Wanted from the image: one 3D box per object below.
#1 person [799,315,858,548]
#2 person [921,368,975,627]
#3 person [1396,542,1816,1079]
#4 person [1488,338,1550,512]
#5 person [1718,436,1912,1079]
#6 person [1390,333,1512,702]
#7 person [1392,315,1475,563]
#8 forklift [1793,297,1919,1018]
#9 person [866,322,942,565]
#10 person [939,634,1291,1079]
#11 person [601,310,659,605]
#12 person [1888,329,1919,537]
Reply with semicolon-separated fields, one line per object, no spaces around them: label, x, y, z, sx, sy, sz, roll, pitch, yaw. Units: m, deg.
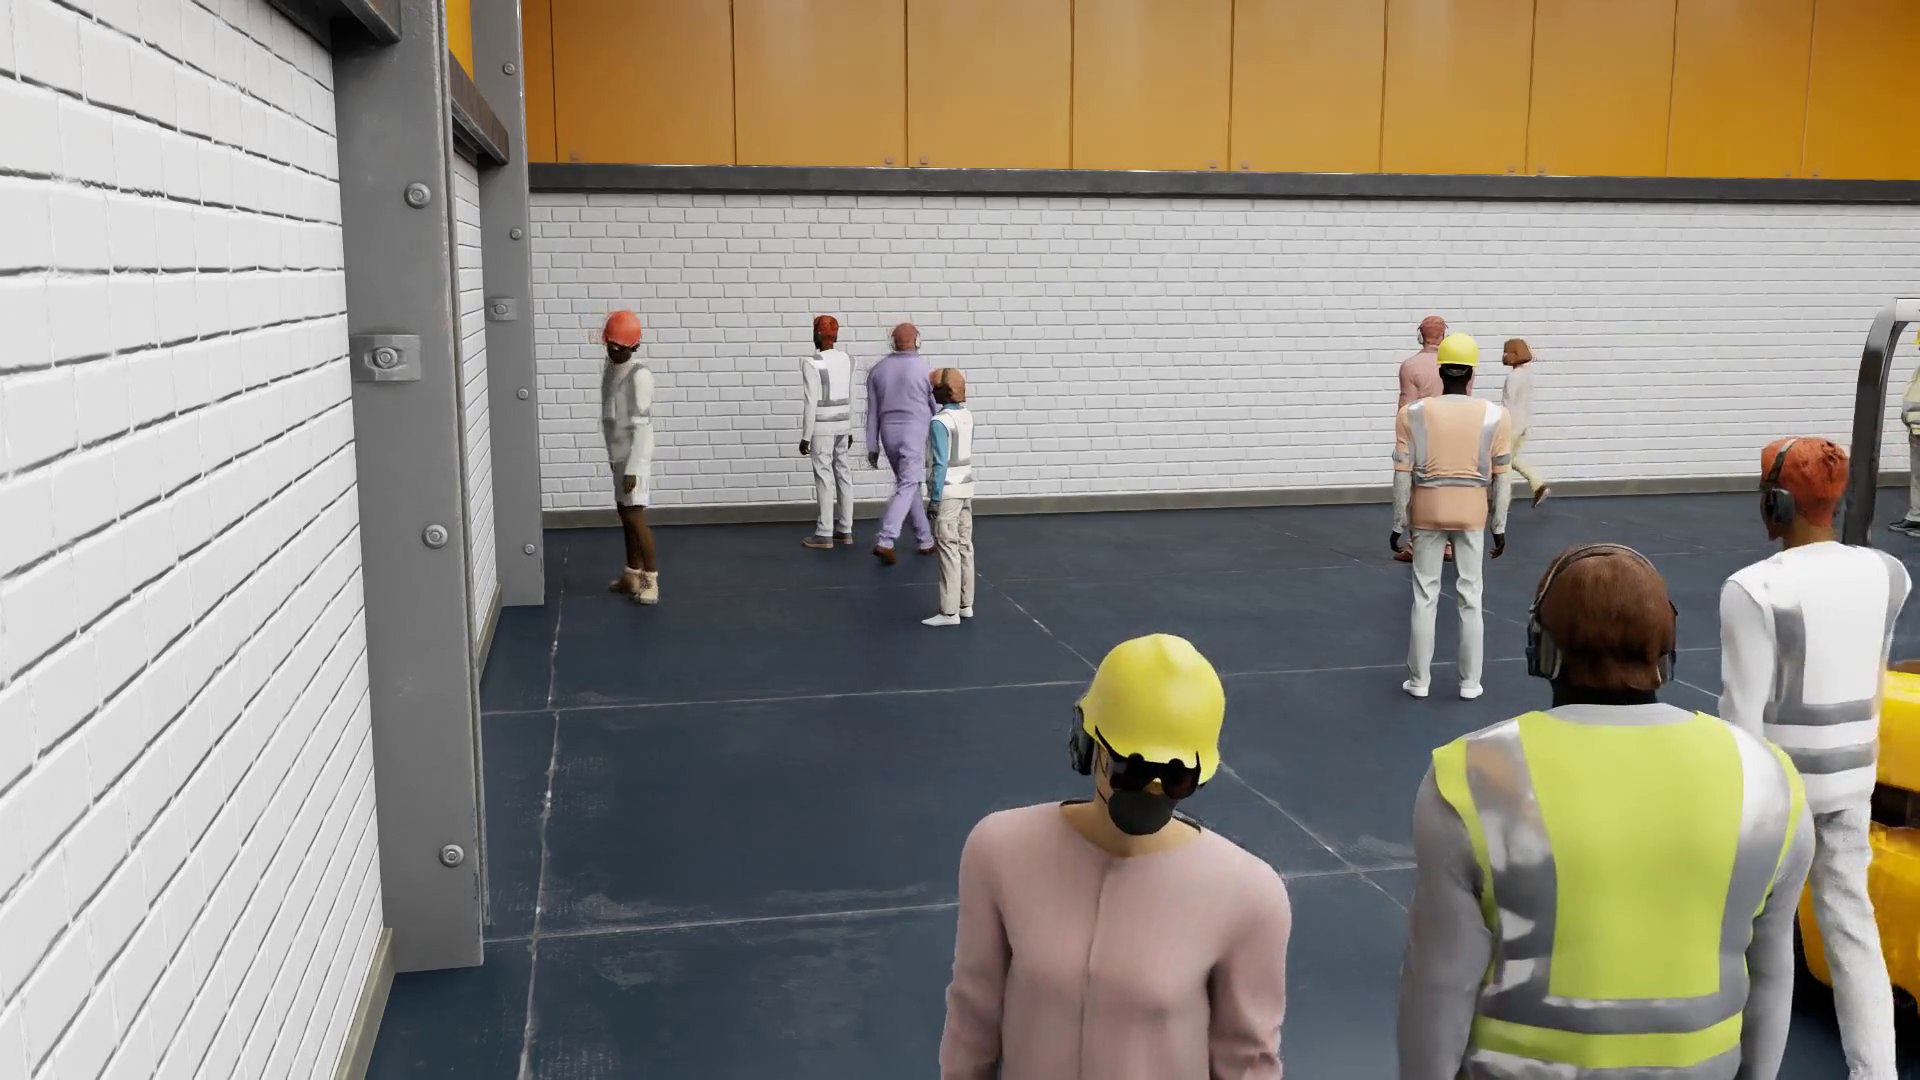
person;-1.074;-0.875;13.495;0.356;1.883;0.573;7;12;38
person;-0.063;-0.268;10.540;0.306;1.637;0.522;4;10;23
person;1.005;0.916;2.706;0.634;1.839;0.429;0;9;-2
person;5.103;-1.036;15.267;0.537;1.621;0.521;6;11;33
person;2.208;0.632;4.462;0.588;1.837;0.972;-2;10;-13
person;2.557;-0.113;8.710;0.595;1.925;0.372;2;9;10
person;3.601;-0.762;12.760;0.641;1.901;0.401;-3;10;-18
forklift;3.542;0.334;5.177;2.313;2.155;1.214;-9;13;-43
person;-0.436;-0.747;12.834;0.643;1.856;0.979;6;11;32
person;0.242;0.969;2.657;0.555;1.741;0.521;3;10;19
person;-2.290;-0.560;11.287;0.392;1.993;0.753;-5;11;-30
person;8.183;-0.939;14.067;0.403;1.823;0.588;1;9;6
